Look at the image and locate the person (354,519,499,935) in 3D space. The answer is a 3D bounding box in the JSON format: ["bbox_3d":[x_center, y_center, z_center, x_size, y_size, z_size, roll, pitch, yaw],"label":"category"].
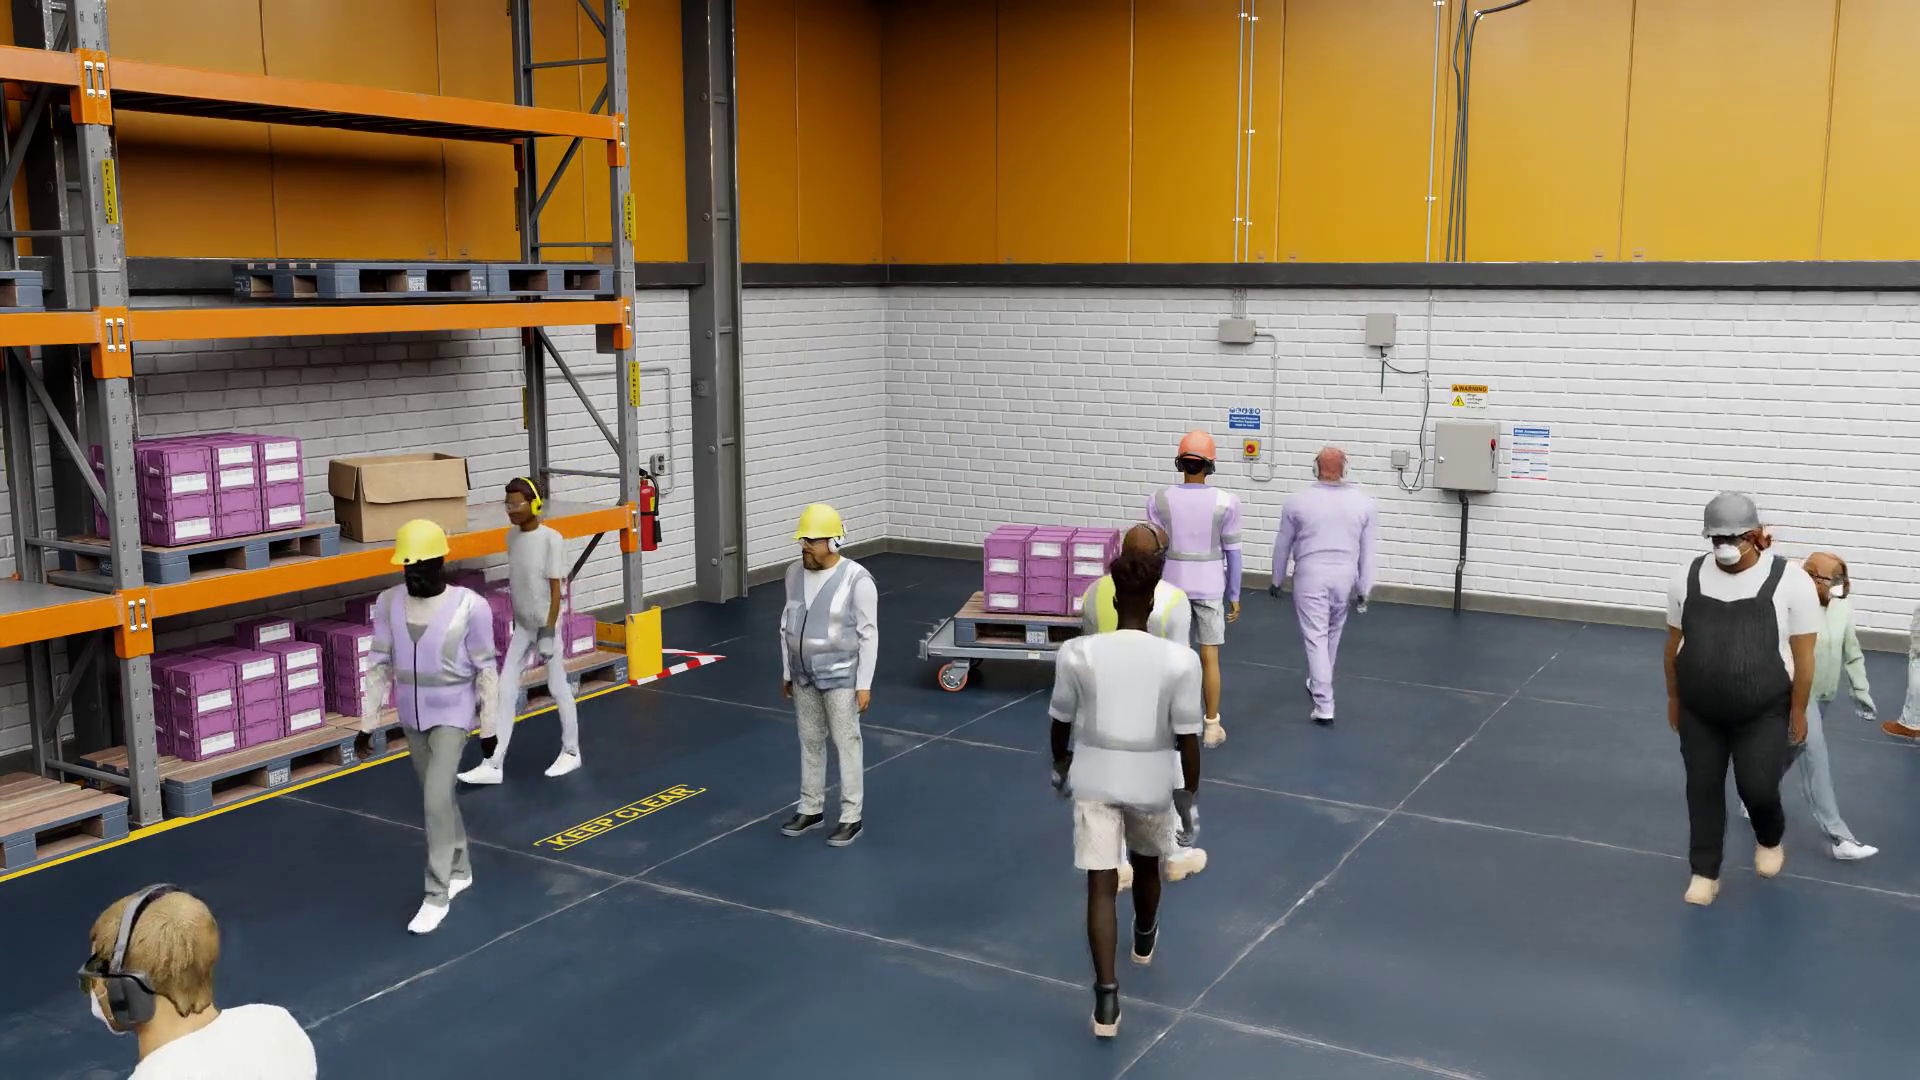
[{"bbox_3d":[-2.508,0.852,7.760,0.608,1.898,0.819,3,10,19],"label":"person"}]

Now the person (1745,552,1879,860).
[{"bbox_3d":[4.518,0.845,8.767,0.507,1.580,0.890,-4,10,-25],"label":"person"}]

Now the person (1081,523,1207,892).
[{"bbox_3d":[0.960,0.809,8.250,0.654,1.819,0.756,7,12,38],"label":"person"}]

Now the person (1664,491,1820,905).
[{"bbox_3d":[3.716,0.739,8.009,0.694,2.000,0.633,7,12,39],"label":"person"}]

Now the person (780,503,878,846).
[{"bbox_3d":[-0.722,0.709,8.842,0.601,1.830,0.404,6,11,33],"label":"person"}]

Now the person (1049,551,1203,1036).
[{"bbox_3d":[0.679,0.987,6.894,0.622,1.900,1.060,1,9,3],"label":"person"}]

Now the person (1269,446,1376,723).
[{"bbox_3d":[2.485,0.283,11.437,0.657,1.854,0.997,-1,9,-4],"label":"person"}]

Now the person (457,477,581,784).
[{"bbox_3d":[-2.576,0.554,9.809,0.545,1.831,0.902,6,11,34],"label":"person"}]

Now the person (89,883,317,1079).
[{"bbox_3d":[-1.545,1.575,3.199,0.908,1.901,0.655,2,9,13],"label":"person"}]

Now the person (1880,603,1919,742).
[{"bbox_3d":[6.356,0.411,10.479,0.624,1.913,0.913,-3,10,-18],"label":"person"}]

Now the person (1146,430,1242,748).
[{"bbox_3d":[1.491,0.315,10.648,0.614,2.042,0.373,2,9,11],"label":"person"}]
